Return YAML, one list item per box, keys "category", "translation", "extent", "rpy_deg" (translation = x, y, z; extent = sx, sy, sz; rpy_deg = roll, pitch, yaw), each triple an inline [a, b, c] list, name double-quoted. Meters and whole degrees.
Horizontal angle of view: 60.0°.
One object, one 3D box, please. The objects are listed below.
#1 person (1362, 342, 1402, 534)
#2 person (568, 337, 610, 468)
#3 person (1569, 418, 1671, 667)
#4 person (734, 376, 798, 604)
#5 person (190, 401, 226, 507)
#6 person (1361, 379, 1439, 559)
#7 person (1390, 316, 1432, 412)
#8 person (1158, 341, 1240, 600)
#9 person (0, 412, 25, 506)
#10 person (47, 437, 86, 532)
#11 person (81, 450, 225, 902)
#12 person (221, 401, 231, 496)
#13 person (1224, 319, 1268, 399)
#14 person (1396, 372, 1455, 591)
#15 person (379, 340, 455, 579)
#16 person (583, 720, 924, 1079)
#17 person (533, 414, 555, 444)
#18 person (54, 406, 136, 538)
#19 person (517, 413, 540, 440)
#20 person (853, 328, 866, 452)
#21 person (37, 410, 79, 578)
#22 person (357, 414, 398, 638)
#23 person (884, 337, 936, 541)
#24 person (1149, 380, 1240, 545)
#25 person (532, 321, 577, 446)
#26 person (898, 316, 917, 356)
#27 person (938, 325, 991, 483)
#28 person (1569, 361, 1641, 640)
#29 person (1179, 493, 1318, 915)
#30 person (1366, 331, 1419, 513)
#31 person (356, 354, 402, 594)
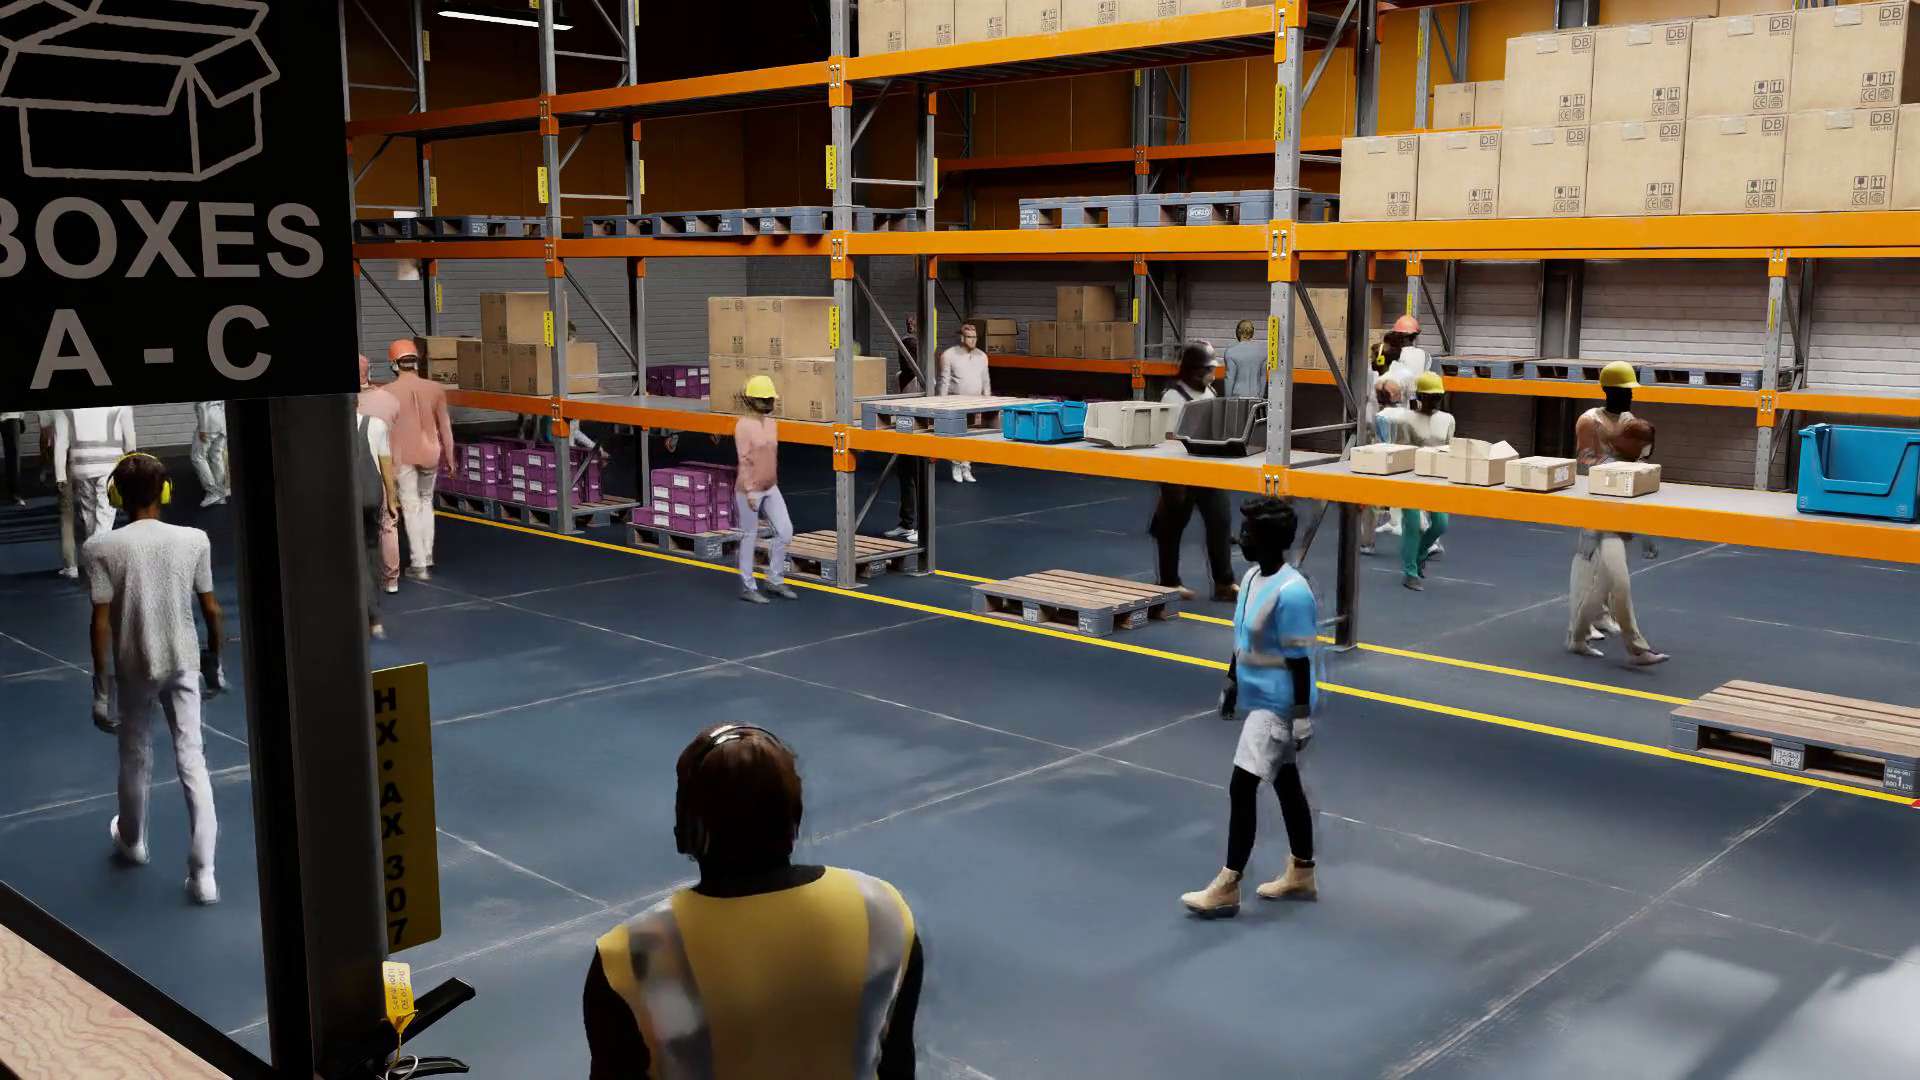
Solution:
- category: "person"
  translation: [4.011, -0.977, 16.066]
  extent: [0.654, 1.847, 0.570]
  rpy_deg: [6, 11, 31]
- category: "person"
  translation: [-4.701, -1.664, 20.434]
  extent: [0.685, 1.817, 0.654]
  rpy_deg: [-2, 10, -15]
- category: "person"
  translation: [4.330, 0.017, 10.757]
  extent: [0.507, 1.589, 0.823]
  rpy_deg: [-7, 12, -37]
- category: "person"
  translation: [-1.482, -0.369, 12.650]
  extent: [0.520, 1.750, 0.538]
  rpy_deg: [6, 11, 33]
- category: "person"
  translation: [-8.130, -1.222, 17.988]
  extent: [0.363, 1.721, 0.515]
  rpy_deg: [1, 9, 9]
- category: "person"
  translation: [3.867, -0.624, 14.704]
  extent: [0.846, 1.596, 0.539]
  rpy_deg: [9, 13, 43]
- category: "person"
  translation: [4.882, -1.441, 18.331]
  extent: [0.615, 2.043, 0.372]
  rpy_deg: [-5, 11, -30]
- category: "person"
  translation: [1.874, -0.517, 12.684]
  extent: [0.838, 2.000, 0.713]
  rpy_deg: [9, 13, 43]
- category: "person"
  translation: [-10.574, -1.372, 18.212]
  extent: [0.963, 1.957, 0.626]
  rpy_deg: [9, 13, 44]
- category: "person"
  translation: [-8.554, -1.012, 16.160]
  extent: [0.813, 1.888, 0.611]
  rpy_deg: [8, 12, 41]
- category: "person"
  translation: [-3.339, 0.539, 6.908]
  extent: [0.562, 1.812, 0.991]
  rpy_deg: [-7, 12, -38]
- category: "person"
  translation: [-8.244, -1.297, 18.730]
  extent: [0.436, 1.614, 0.537]
  rpy_deg: [-3, 10, -19]
- category: "person"
  translation: [3.498, -1.746, 20.528]
  extent: [0.634, 1.939, 0.367]
  rpy_deg: [-5, 10, -28]
- category: "person"
  translation: [3.697, -0.472, 13.310]
  extent: [0.530, 1.756, 0.434]
  rpy_deg: [-2, 9, -11]
- category: "person"
  translation: [-4.577, -0.675, 13.859]
  extent: [0.659, 1.958, 0.698]
  rpy_deg: [-7, 12, -38]
- category: "person"
  translation: [-0.360, 1.196, 2.959]
  extent: [0.647, 1.791, 0.978]
  rpy_deg: [-5, 11, -28]
- category: "person"
  translation: [-4.911, -1.659, 20.380]
  extent: [0.629, 1.815, 0.639]
  rpy_deg: [-5, 10, -26]
- category: "person"
  translation: [-7.008, -0.559, 13.551]
  extent: [0.572, 1.824, 1.039]
  rpy_deg: [-2, 10, -14]
- category: "person"
  translation: [-6.202, -2.157, 24.001]
  extent: [0.530, 1.625, 0.375]
  rpy_deg: [-5, 10, -26]
- category: "person"
  translation: [-1.552, -2.098, 23.047]
  extent: [0.663, 1.820, 0.599]
  rpy_deg: [-7, 12, -38]
- category: "person"
  translation: [-7.372, -0.618, 13.826]
  extent: [0.534, 1.868, 0.309]
  rpy_deg: [-7, 12, -38]
- category: "person"
  translation: [-4.269, -0.234, 11.642]
  extent: [0.538, 1.811, 0.769]
  rpy_deg: [-9, 13, -44]
- category: "person"
  translation: [-0.452, -0.958, 15.756]
  extent: [0.392, 1.922, 0.593]
  rpy_deg: [-8, 12, -39]
- category: "person"
  translation: [2.158, -0.901, 15.542]
  extent: [0.567, 1.886, 1.005]
  rpy_deg: [-9, 13, -44]
- category: "person"
  translation: [-5.246, -1.913, 21.718]
  extent: [0.847, 1.903, 0.642]
  rpy_deg: [3, 10, 20]
- category: "person"
  translation: [-0.641, -2.179, 23.281]
  extent: [0.403, 1.911, 0.637]
  rpy_deg: [2, 9, 12]
- category: "person"
  translation: [0.089, -1.614, 19.833]
  extent: [0.657, 1.892, 0.485]
  rpy_deg: [-5, 11, -30]
- category: "person"
  translation: [4.501, -0.279, 11.567]
  extent: [0.584, 1.928, 0.373]
  rpy_deg: [-7, 11, -35]
- category: "person"
  translation: [1.136, 0.653, 6.609]
  extent: [0.727, 1.665, 0.555]
  rpy_deg: [-1, 9, -7]
- category: "person"
  translation: [4.540, -1.244, 17.648]
  extent: [0.630, 1.893, 0.854]
  rpy_deg: [6, 11, 32]
- category: "person"
  translation: [-4.646, -0.490, 12.930]
  extent: [0.410, 1.909, 0.642]
  rpy_deg: [8, 12, 40]
